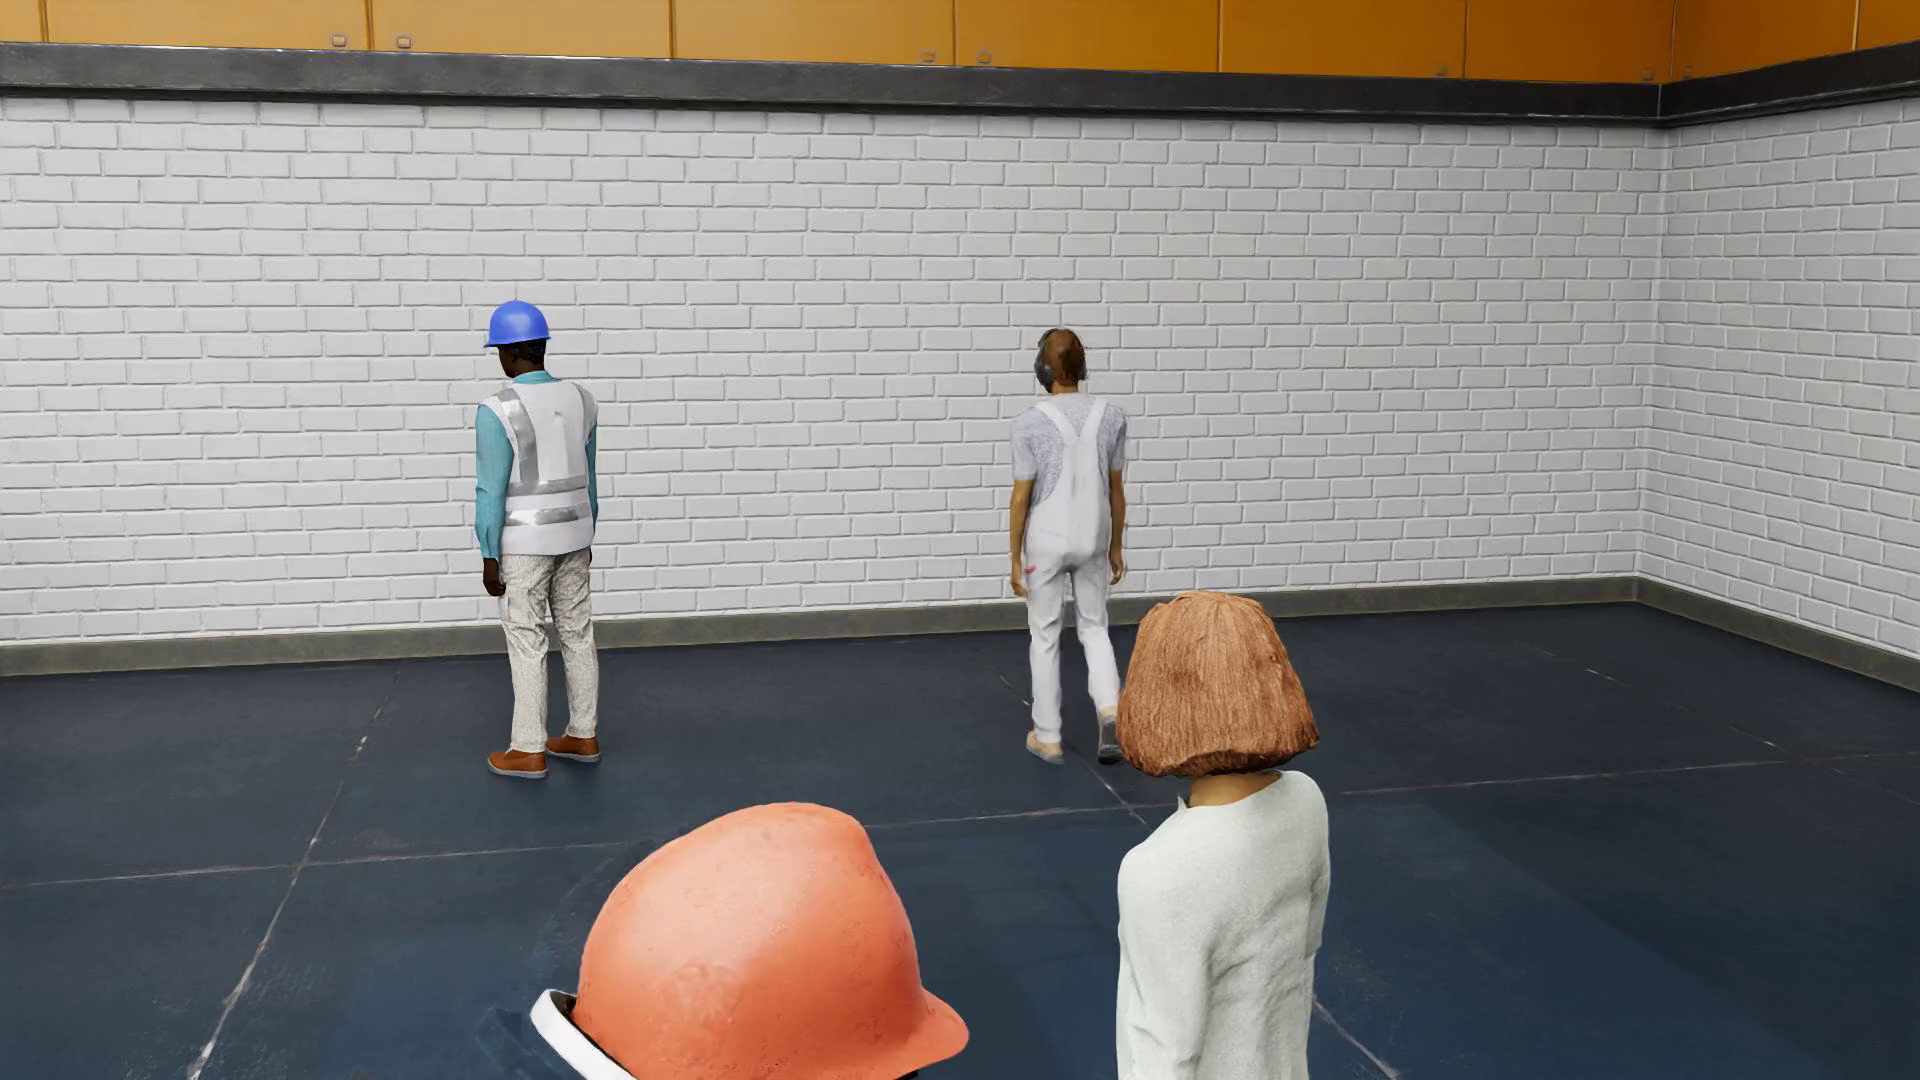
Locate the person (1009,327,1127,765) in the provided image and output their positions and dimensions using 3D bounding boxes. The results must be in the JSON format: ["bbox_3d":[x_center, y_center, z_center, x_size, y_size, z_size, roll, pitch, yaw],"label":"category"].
[{"bbox_3d":[0.455,0.051,6.798,0.533,1.832,0.633,-3,10,-16],"label":"person"}]

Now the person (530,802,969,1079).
[{"bbox_3d":[-0.221,1.036,1.171,0.828,1.718,0.589,-7,12,-37],"label":"person"}]

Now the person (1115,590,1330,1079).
[{"bbox_3d":[0.351,0.879,2.354,0.267,1.632,0.509,7,11,35],"label":"person"}]

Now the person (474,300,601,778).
[{"bbox_3d":[-1.727,0.000,6.795,0.416,1.939,0.604,6,11,34],"label":"person"}]
